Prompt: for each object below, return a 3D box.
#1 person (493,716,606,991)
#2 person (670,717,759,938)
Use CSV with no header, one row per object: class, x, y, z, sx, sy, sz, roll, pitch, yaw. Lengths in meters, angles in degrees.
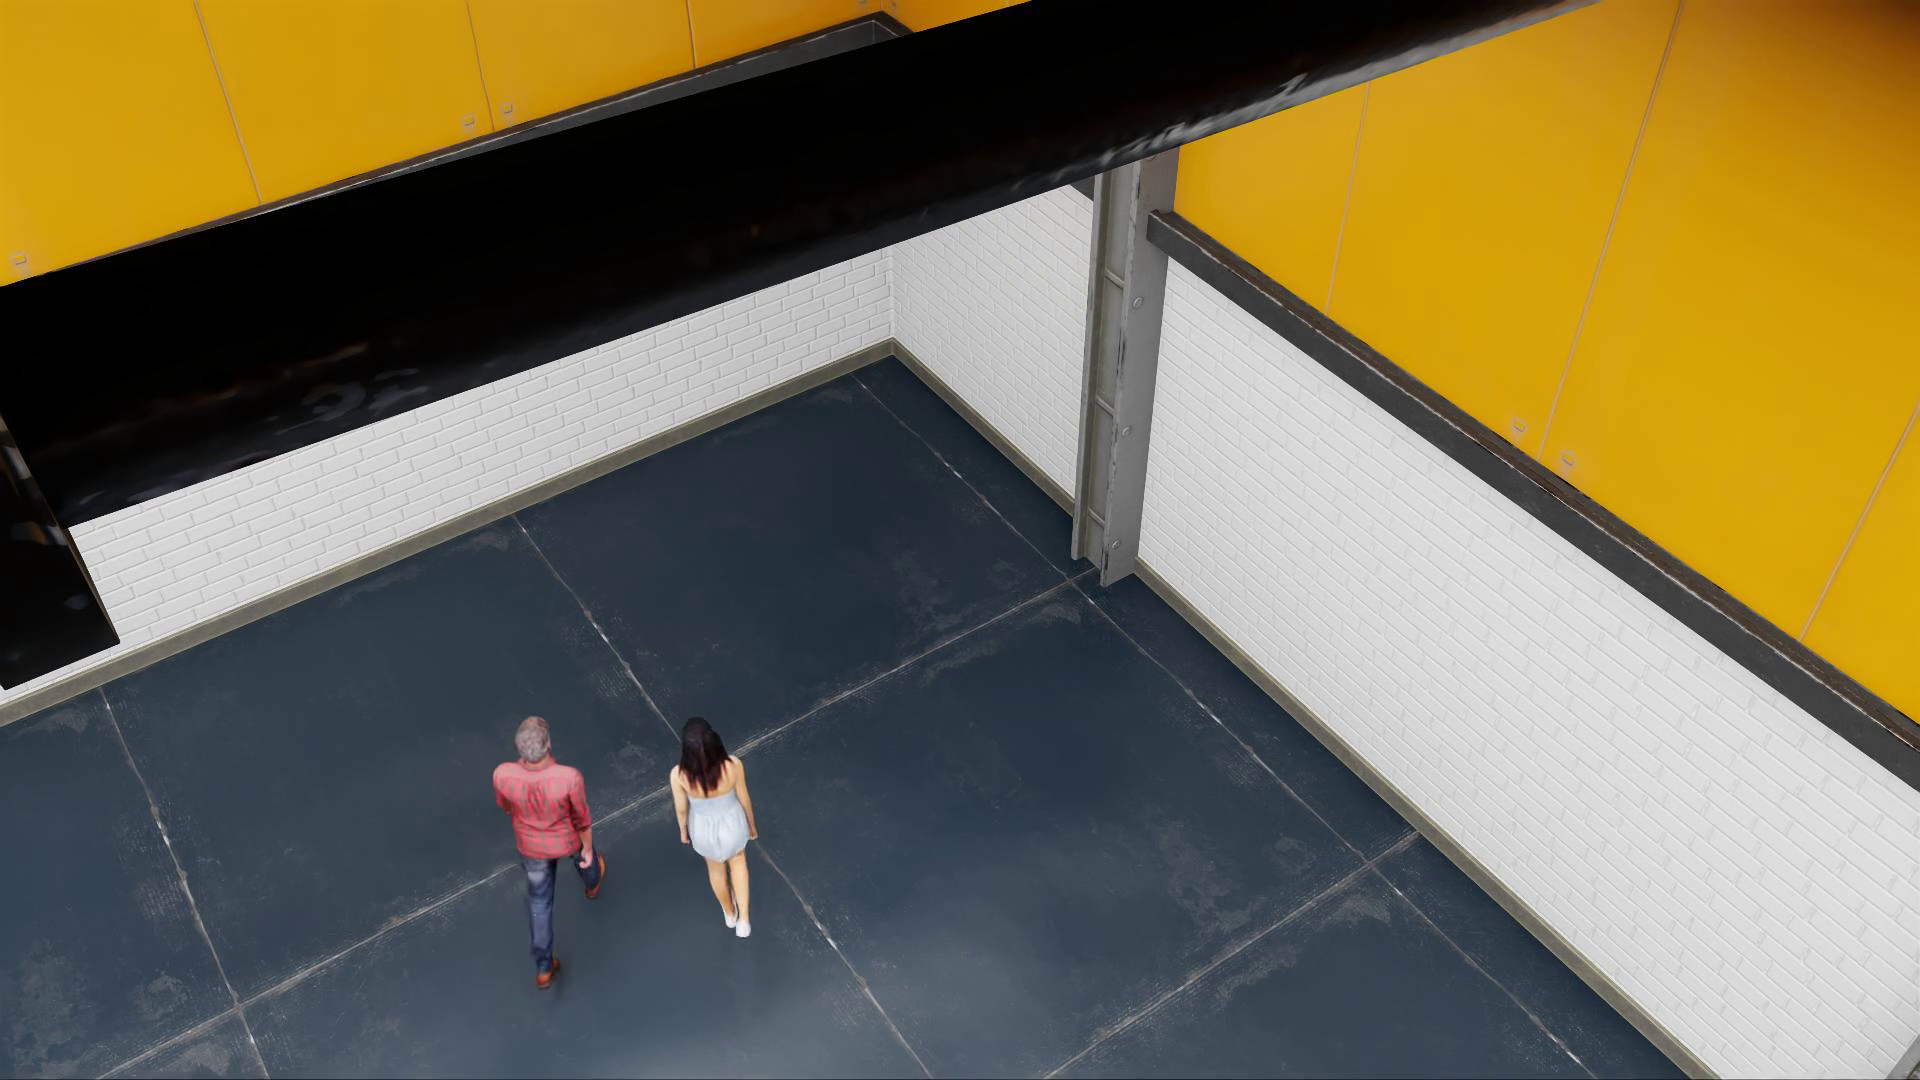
person,-2.285,1.722,9.188,1.154,1.791,1.323,0,44,0
person,-1.345,1.683,9.286,0.707,1.714,0.838,-13,45,-13
